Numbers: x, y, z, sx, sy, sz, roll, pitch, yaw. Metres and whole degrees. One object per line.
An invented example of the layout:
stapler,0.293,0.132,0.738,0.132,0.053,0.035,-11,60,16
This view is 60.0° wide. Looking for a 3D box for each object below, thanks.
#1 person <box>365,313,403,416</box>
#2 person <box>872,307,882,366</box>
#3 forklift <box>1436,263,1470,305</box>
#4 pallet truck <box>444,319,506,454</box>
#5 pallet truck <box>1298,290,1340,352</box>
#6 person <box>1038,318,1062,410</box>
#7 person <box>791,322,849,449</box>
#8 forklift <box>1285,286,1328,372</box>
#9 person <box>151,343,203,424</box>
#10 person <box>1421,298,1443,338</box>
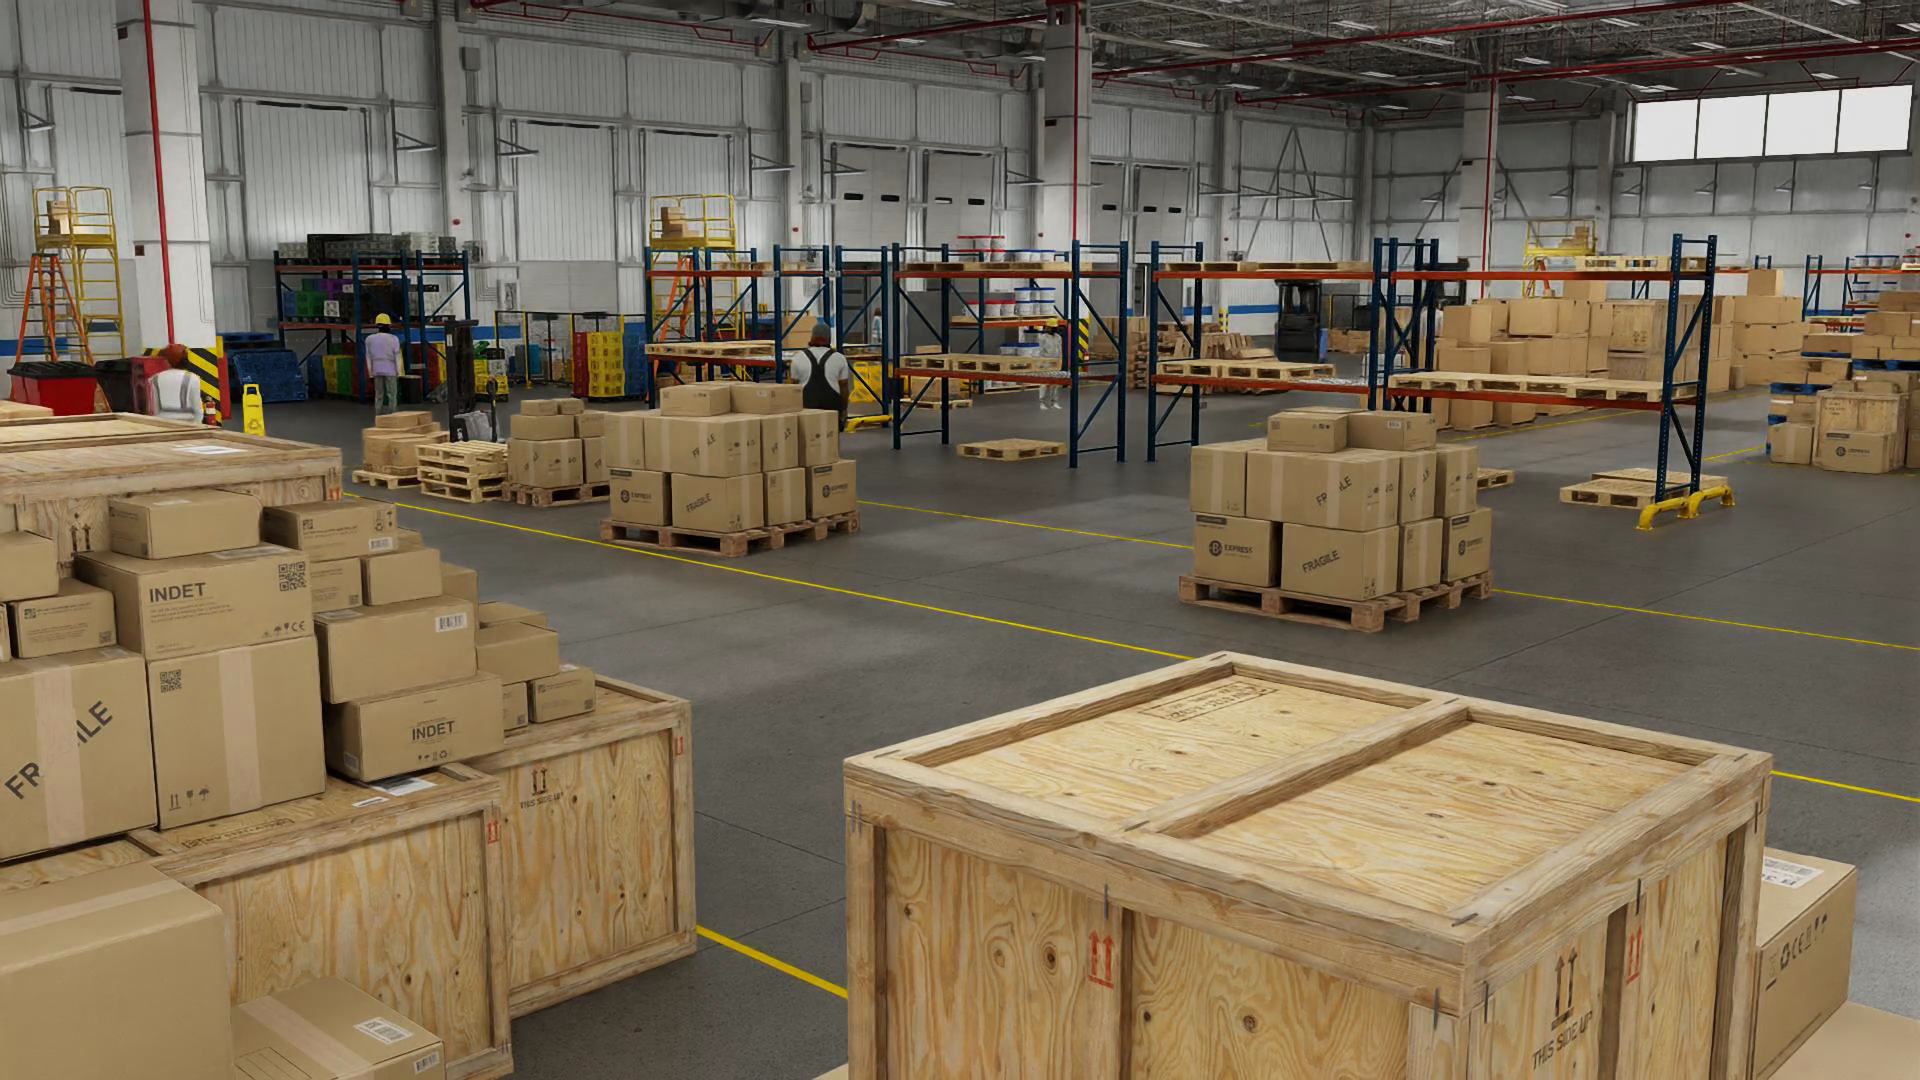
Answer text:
person,-9.446,-2.753,27.338,0.588,1.927,0.371,1,9,5
person,-2.190,-5.399,44.470,0.323,1.631,0.522,-1,9,-6
forklift,13.505,-6.247,45.844,1.873,2.768,1.129,-8,12,-41
pallet truck,-6.981,-1.942,22.150,1.885,1.965,0.823,1,9,9
pallet truck,11.297,-6.951,52.861,1.885,1.965,0.823,-5,11,-29
person,1.726,-3.333,31.493,0.486,1.735,0.330,-5,10,-27
person,-1.689,-1.646,20.204,0.698,2.000,0.535,0,9,1
forklift,8.903,-5.821,43.236,1.129,2.768,1.873,4,10,23
person,-8.347,-1.160,17.756,0.592,1.872,0.475,1,9,8
person,11.630,-4.966,40.881,0.630,1.935,0.366,9,13,42
